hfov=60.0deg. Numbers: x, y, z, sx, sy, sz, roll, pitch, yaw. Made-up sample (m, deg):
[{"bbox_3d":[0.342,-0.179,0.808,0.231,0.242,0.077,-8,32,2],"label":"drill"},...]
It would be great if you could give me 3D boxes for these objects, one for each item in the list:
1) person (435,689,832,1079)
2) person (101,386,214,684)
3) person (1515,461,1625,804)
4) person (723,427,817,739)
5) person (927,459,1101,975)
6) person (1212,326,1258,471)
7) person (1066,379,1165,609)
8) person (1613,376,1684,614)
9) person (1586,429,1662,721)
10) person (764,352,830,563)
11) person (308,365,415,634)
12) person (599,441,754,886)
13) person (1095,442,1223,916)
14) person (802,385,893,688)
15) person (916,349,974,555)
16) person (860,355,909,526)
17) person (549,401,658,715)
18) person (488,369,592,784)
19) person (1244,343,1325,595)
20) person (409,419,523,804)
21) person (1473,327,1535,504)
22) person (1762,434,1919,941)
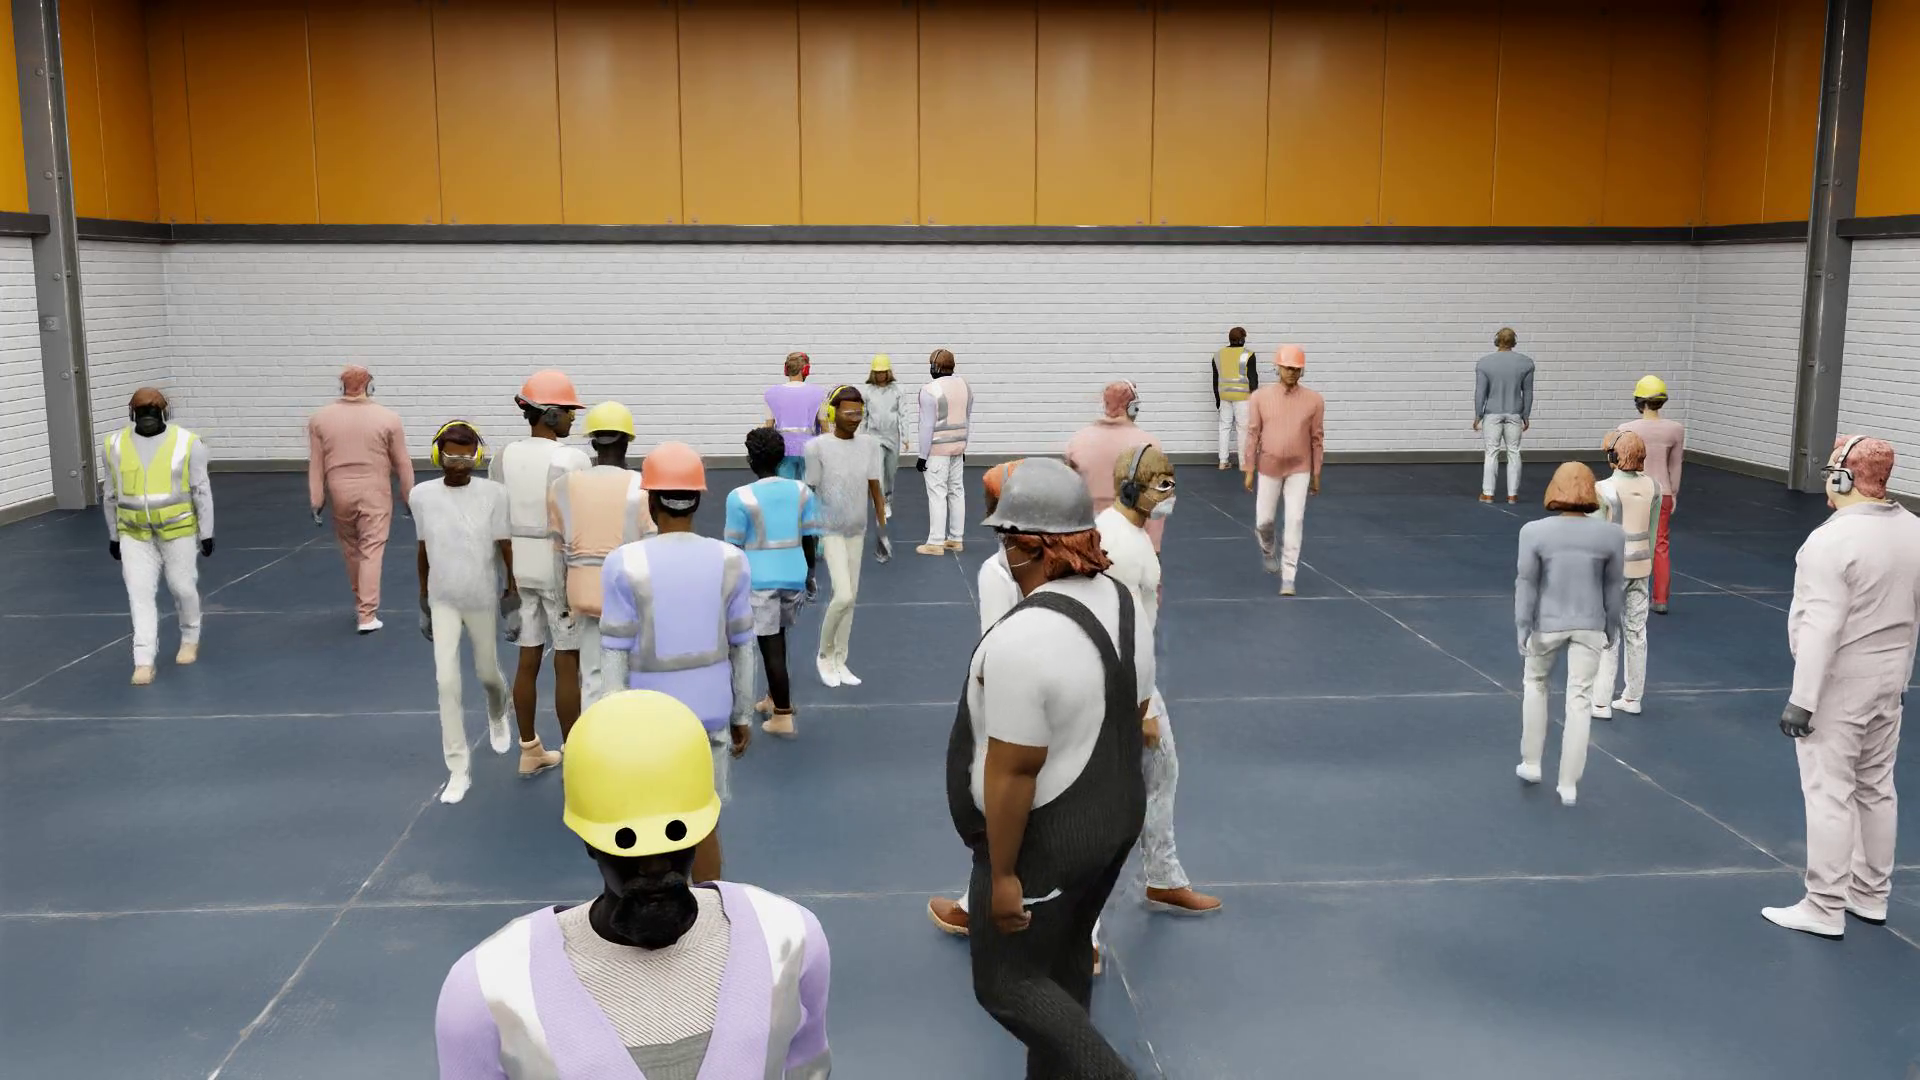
[{"bbox_3d":[-0.446,1.155,2.457,0.594,1.926,0.367,-5,10,-27],"label":"person"},{"bbox_3d":[-5.022,-0.058,10.435,0.642,1.818,0.778,-2,9,-13],"label":"person"},{"bbox_3d":[2.917,0.427,8.020,0.500,1.612,0.633,2,9,14],"label":"person"},{"bbox_3d":[-1.086,0.218,9.085,0.549,1.670,0.679,-7,12,-39],"label":"person"},{"bbox_3d":[0.217,0.619,6.078,0.642,1.844,0.861,-8,12,-41],"label":"person"},{"bbox_3d":[3.544,-1.809,21.333,0.626,1.846,0.429,7,11,36],"label":"person"},{"bbox_3d":[0.952,-0.012,9.896,0.665,1.890,0.428,6,11,33],"label":"person"},{"bbox_3d":[5.037,-0.317,12.249,0.538,1.771,0.323,-1,9,-9],"label":"person"},{"bbox_3d":[3.705,0.200,9.356,0.516,1.641,0.308,-4,10,-24],"label":"person"},{"bbox_3d":[-1.410,-0.710,14.448,0.571,1.835,0.388,0,9,0],"label":"person"},{"bbox_3d":[-4.231,-0.313,11.876,0.684,1.857,0.956,-1,9,-4],"label":"person"},{"bbox_3d":[-1.010,0.608,5.910,0.582,1.918,0.415,-5,10,-28],"label":"person"},{"bbox_3d":[0.547,0.566,6.352,0.903,1.894,0.629,2,9,12],"label":"person"},{"bbox_3d":[-0.696,-0.014,10.089,0.493,1.847,0.449,-7,11,-36],"label":"person"},{"bbox_3d":[-0.166,-0.788,14.931,0.429,1.844,0.626,8,12,40],"label":"person"},{"bbox_3d":[-0.784,-1.035,16.900,0.486,1.703,0.881,-2,9,-12],"label":"person"},{"bbox_3d":[-1.666,0.293,7.947,0.605,1.897,0.468,1,9,8],"label":"person"},{"bbox_3d":[-2.022,0.181,8.224,0.609,2.040,0.394,5,10,26],"label":"person"},{"bbox_3d":[2.572,-0.584,13.216,0.624,1.972,0.812,1,9,9],"label":"person"},{"bbox_3d":[-2.412,0.295,8.212,0.509,1.826,0.915,-1,9,-5],"label":"person"},{"bbox_3d":[5.956,-1.357,18.292,0.643,1.940,0.519,1,9,6],"label":"person"},{"bbox_3d":[3.351,0.551,6.318,0.652,1.906,0.403,-5,10,-28],"label":"person"}]
